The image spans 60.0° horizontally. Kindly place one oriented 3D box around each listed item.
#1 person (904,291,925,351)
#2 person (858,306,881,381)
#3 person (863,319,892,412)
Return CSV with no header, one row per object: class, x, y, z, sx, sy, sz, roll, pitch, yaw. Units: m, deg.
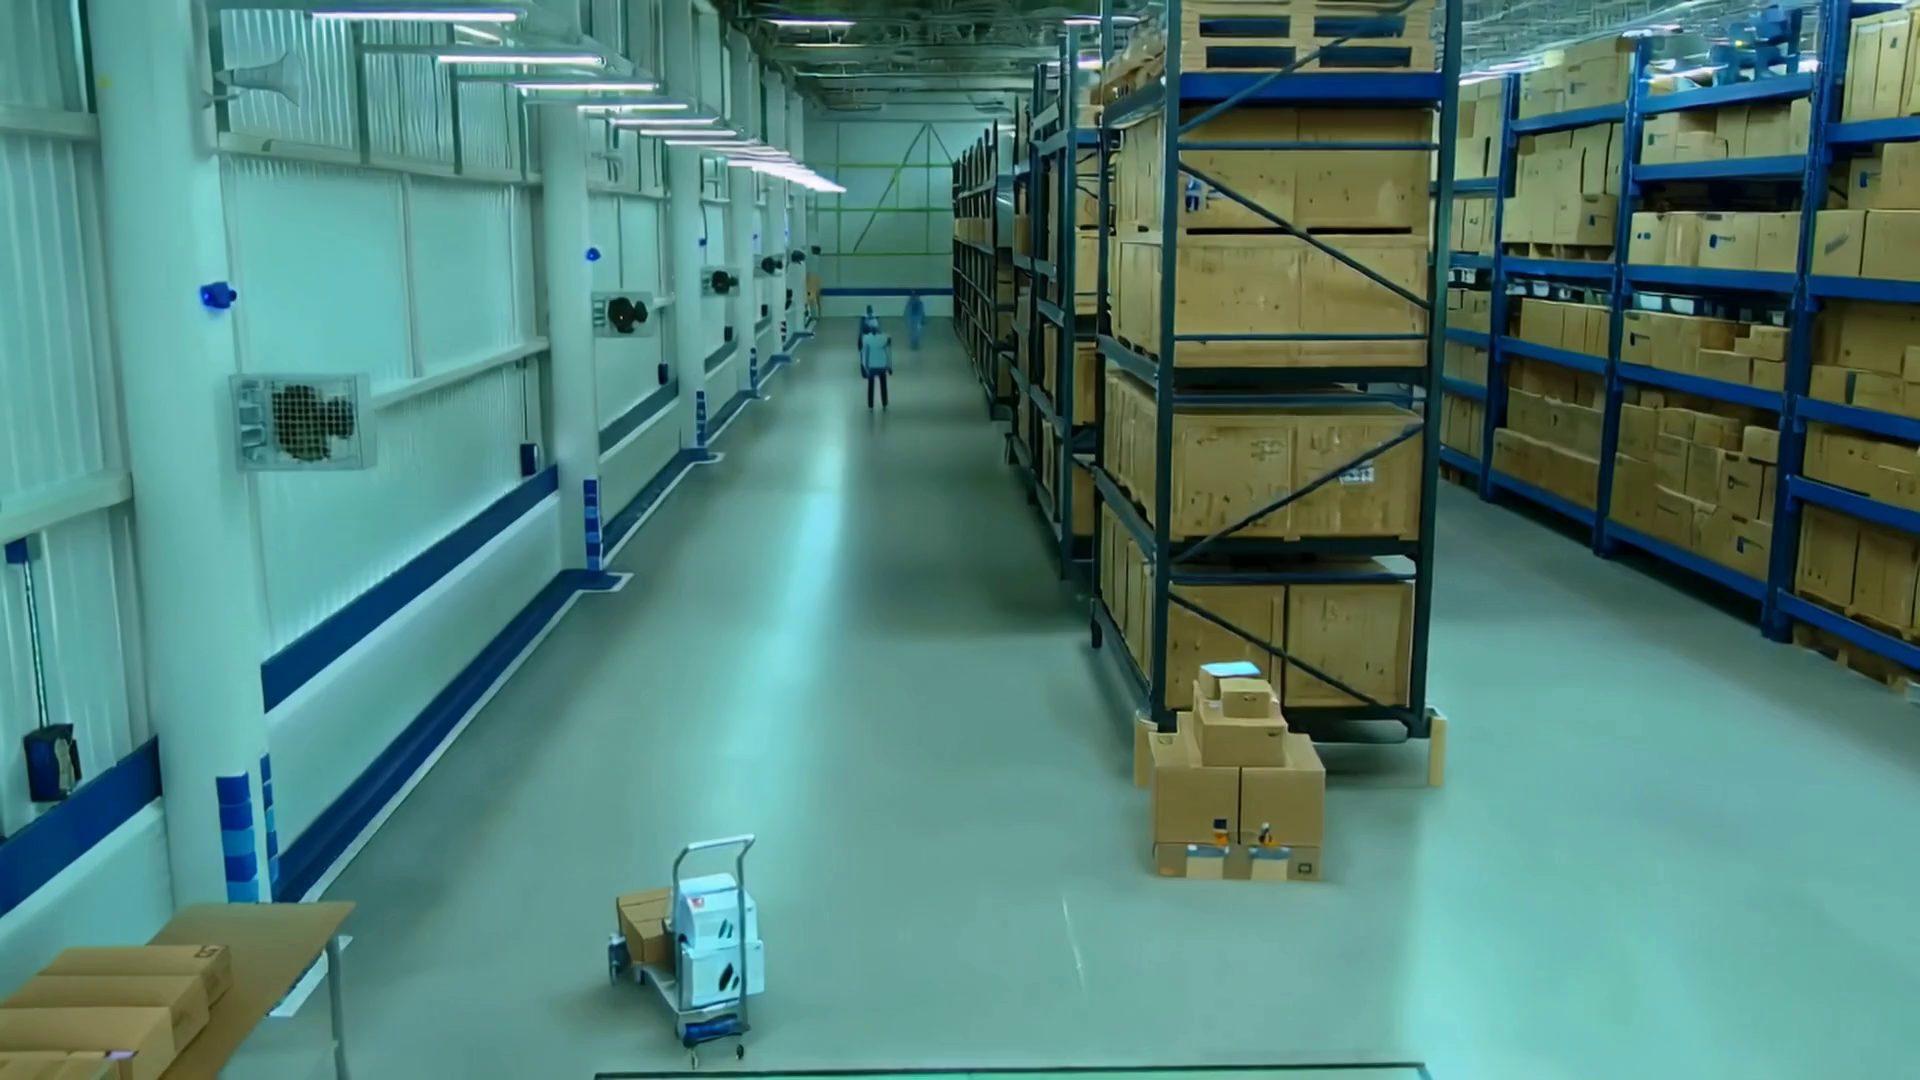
person,-1.434,-6.888,52.313,0.637,1.879,0.882,1,11,4
person,-2.323,-5.038,42.615,0.599,1.906,0.413,-2,11,-8
person,-1.773,-3.737,35.633,0.616,1.987,0.407,-1,11,-4
